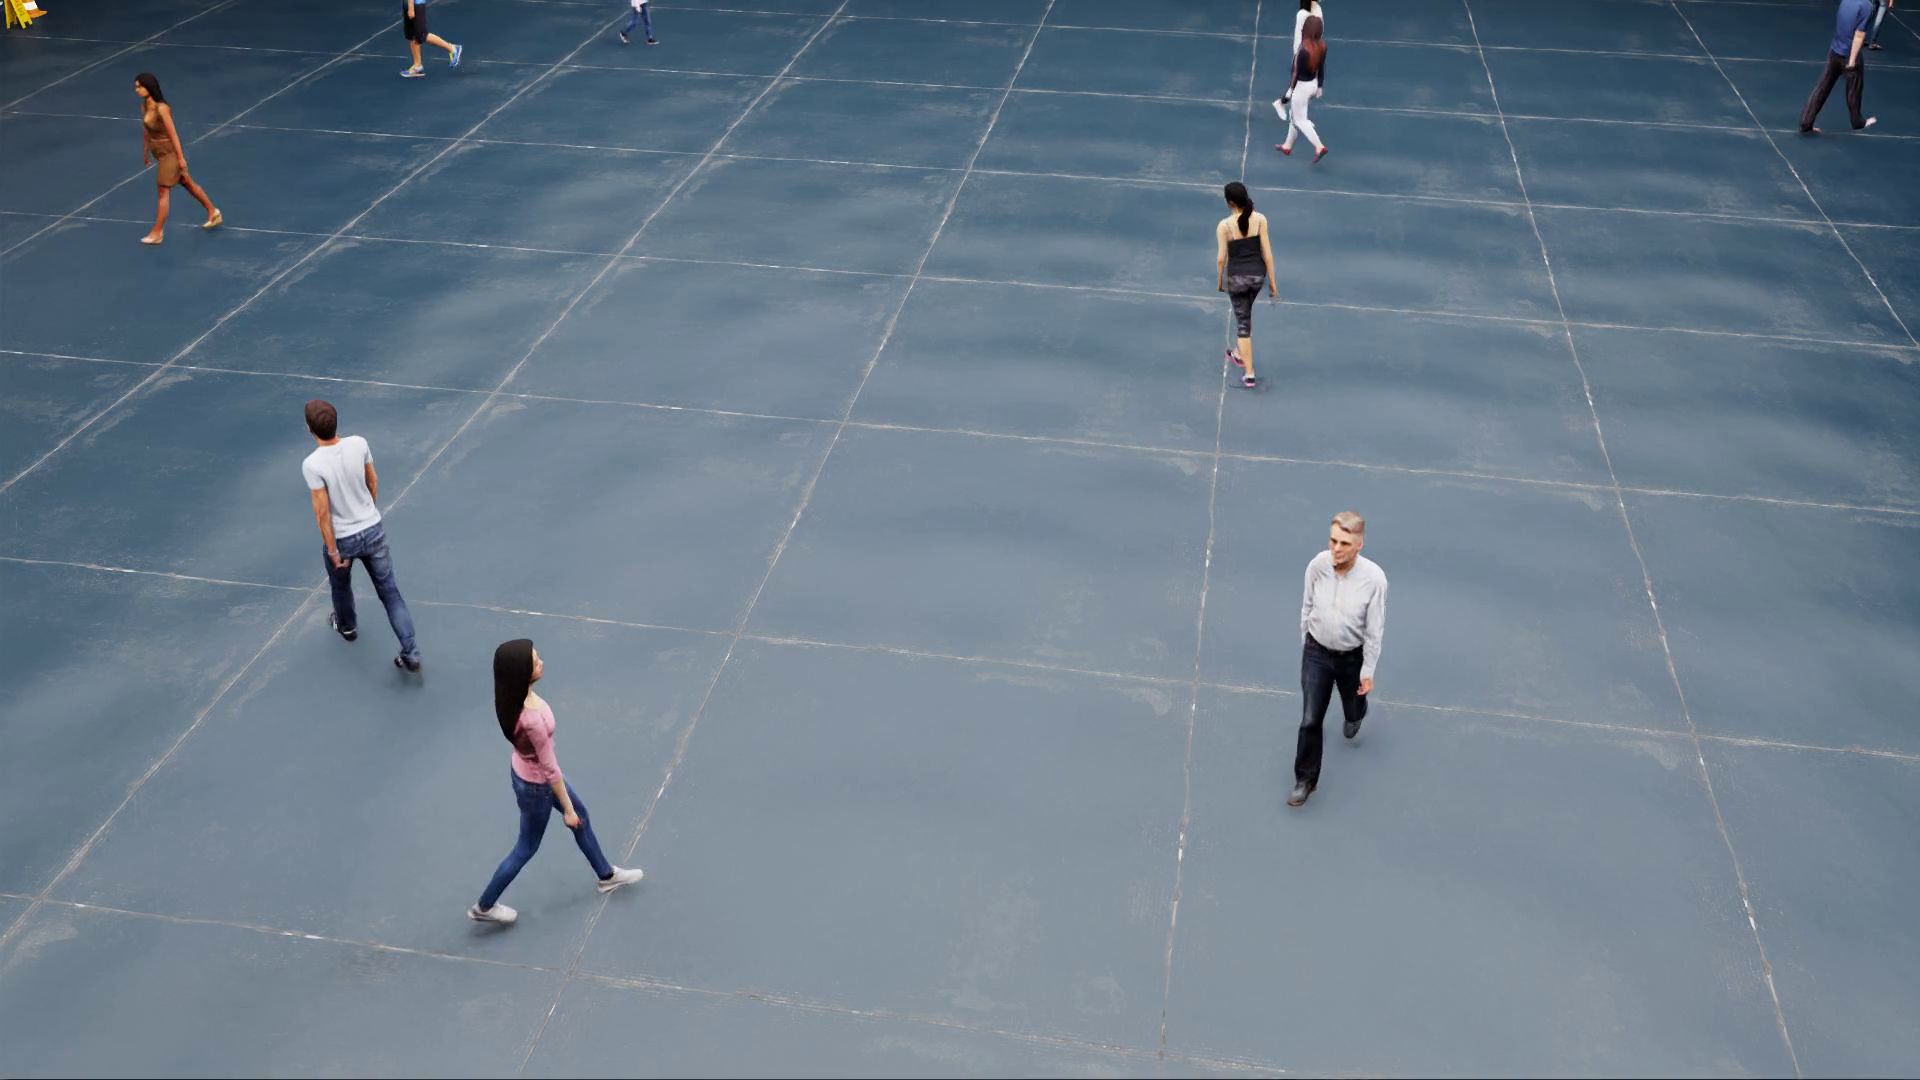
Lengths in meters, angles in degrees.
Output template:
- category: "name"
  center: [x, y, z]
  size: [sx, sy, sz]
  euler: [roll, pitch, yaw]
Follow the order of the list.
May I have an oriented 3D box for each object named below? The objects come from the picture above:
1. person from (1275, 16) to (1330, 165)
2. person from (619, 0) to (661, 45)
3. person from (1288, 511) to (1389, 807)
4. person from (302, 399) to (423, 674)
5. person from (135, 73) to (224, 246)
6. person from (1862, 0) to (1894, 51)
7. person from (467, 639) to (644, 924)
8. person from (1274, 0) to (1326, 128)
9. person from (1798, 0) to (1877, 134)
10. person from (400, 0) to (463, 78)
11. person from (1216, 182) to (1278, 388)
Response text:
- category: "person"
  center: [3.806, -4.900, 18.225]
  size: [0.972, 1.582, 1.100]
  euler: [-26, 41, -35]
- category: "person"
  center: [-4.365, -7.216, 22.350]
  size: [0.799, 1.098, 0.523]
  euler: [10, 34, 16]
- category: "person"
  center: [2.155, 0.597, 9.310]
  size: [1.168, 1.797, 0.964]
  euler: [17, 36, 25]
- category: "person"
  center: [-3.654, 0.019, 10.202]
  size: [1.263, 1.823, 1.083]
  euler: [28, 42, 36]
- category: "person"
  center: [-7.703, -3.754, 16.359]
  size: [1.099, 1.635, 1.005]
  euler: [25, 40, 33]
- category: "person"
  center: [12.274, -7.221, 22.159]
  size: [0.618, 1.311, 0.568]
  euler: [-13, 35, -20]
- category: "person"
  center: [-2.198, 1.259, 8.352]
  size: [1.215, 1.700, 1.016]
  euler: [-13, 34, -19]
- category: "person"
  center: [3.947, -5.651, 19.315]
  size: [0.838, 1.690, 0.768]
  euler: [20, 37, 29]
- category: "person"
  center: [9.997, -5.506, 18.951]
  size: [1.217, 1.832, 0.977]
  euler: [-7, 33, -11]
- category: "person"
  center: [-6.777, -6.752, 20.908]
  size: [1.123, 1.852, 0.964]
  euler: [-13, 34, -19]
- category: "person"
  center: [2.365, -2.067, 13.635]
  size: [0.906, 1.688, 0.887]
  euler: [0, 32, 1]
